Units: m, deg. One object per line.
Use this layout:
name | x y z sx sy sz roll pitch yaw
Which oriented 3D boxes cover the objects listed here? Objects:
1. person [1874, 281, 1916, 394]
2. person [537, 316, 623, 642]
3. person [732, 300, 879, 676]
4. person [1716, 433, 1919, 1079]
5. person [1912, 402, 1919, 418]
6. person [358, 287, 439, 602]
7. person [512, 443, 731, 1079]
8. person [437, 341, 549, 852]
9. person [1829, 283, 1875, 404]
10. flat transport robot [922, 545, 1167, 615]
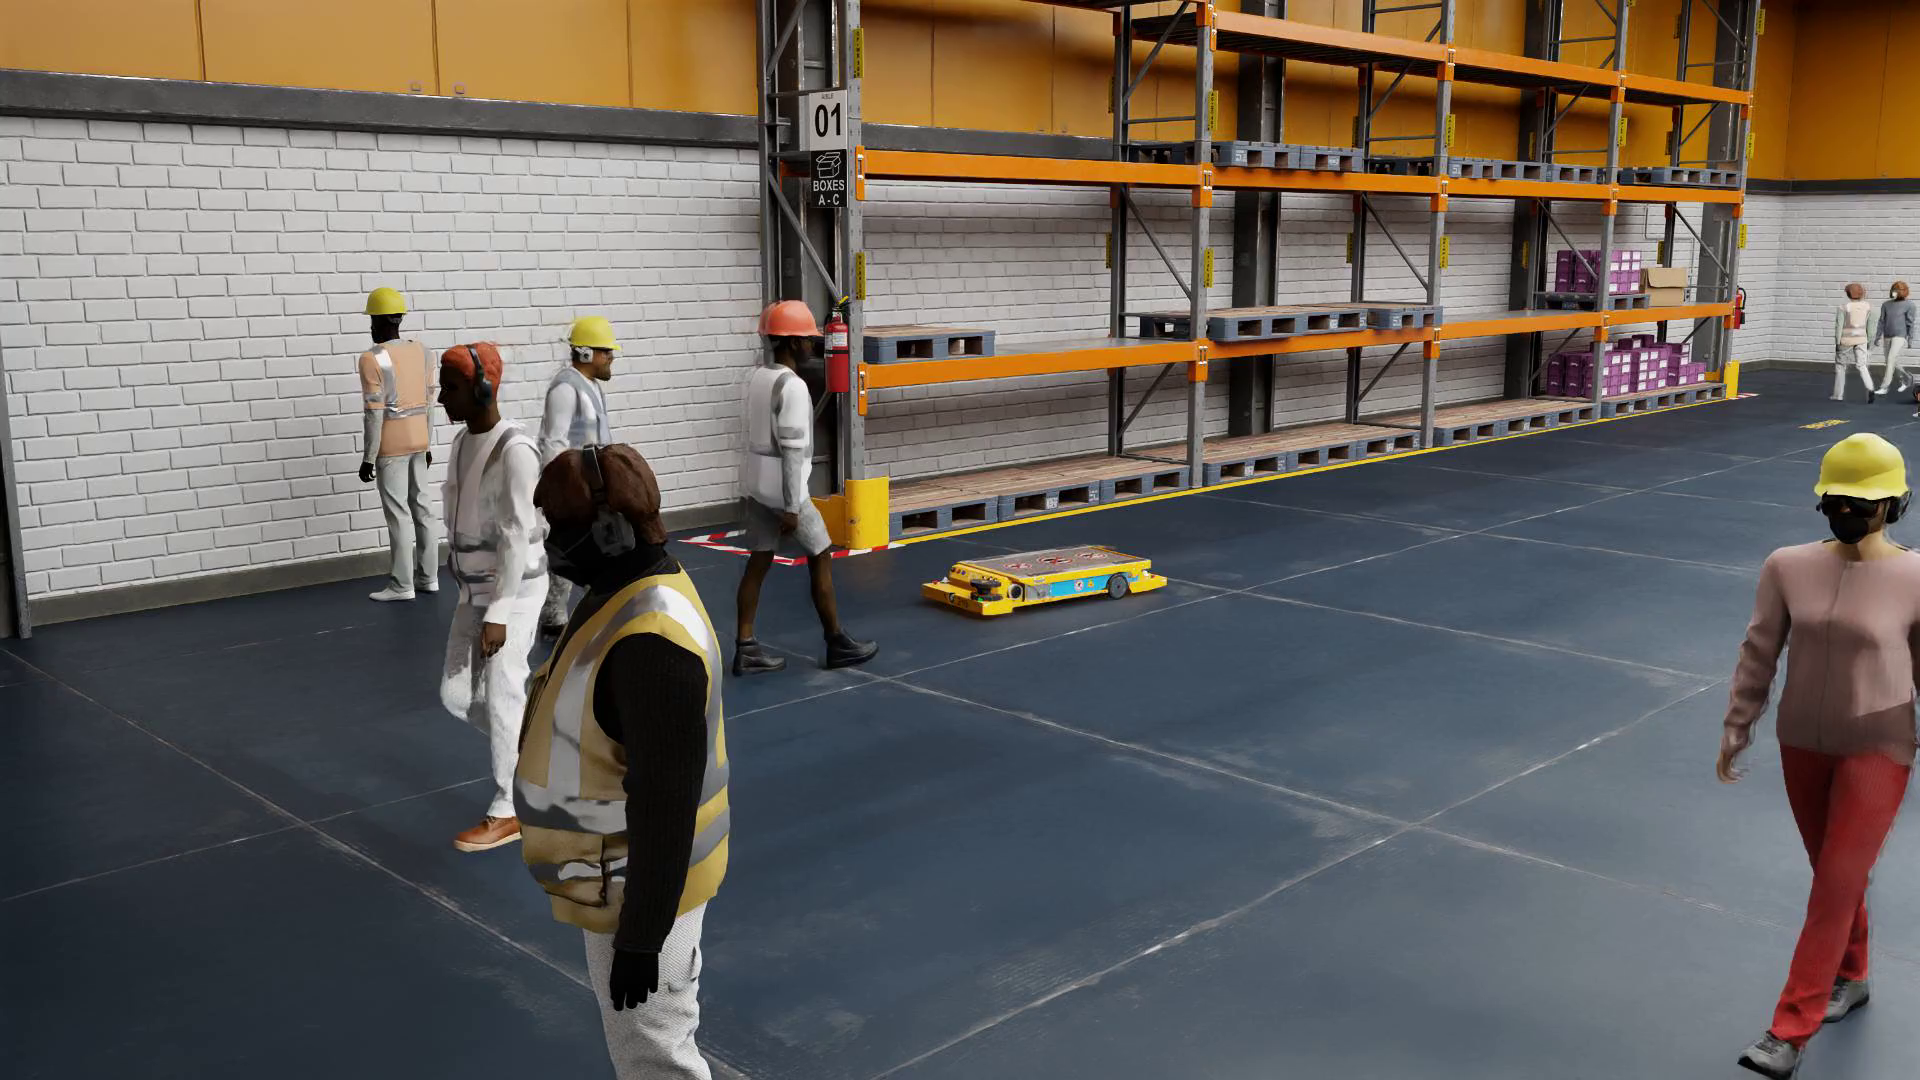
person | 13.304 -2.878 23.616 0.767 1.606 0.509 -5 11 -23
person | -1.998 -0.309 9.079 0.758 1.795 0.615 0 10 -1
person | -0.815 -0.266 8.544 0.884 1.899 0.557 -7 13 -34
person | 2.351 0.568 4.503 0.895 1.713 0.549 -8 13 -36
person | 11.877 -2.224 20.077 0.497 1.600 0.808 1 10 4
person | -3.461 -0.580 10.214 0.370 1.928 0.585 4 11 23
person | -0.690 0.712 3.427 0.429 1.838 0.621 -3 11 -16
person | -1.679 0.208 6.087 0.487 1.869 0.572 -10 14 -42
person | 12.028 -2.637 22.311 0.530 1.606 0.749 0 10 2
flat transport robot | 0.535 0.229 10.323 1.431 0.197 0.652 -7 13 -34
